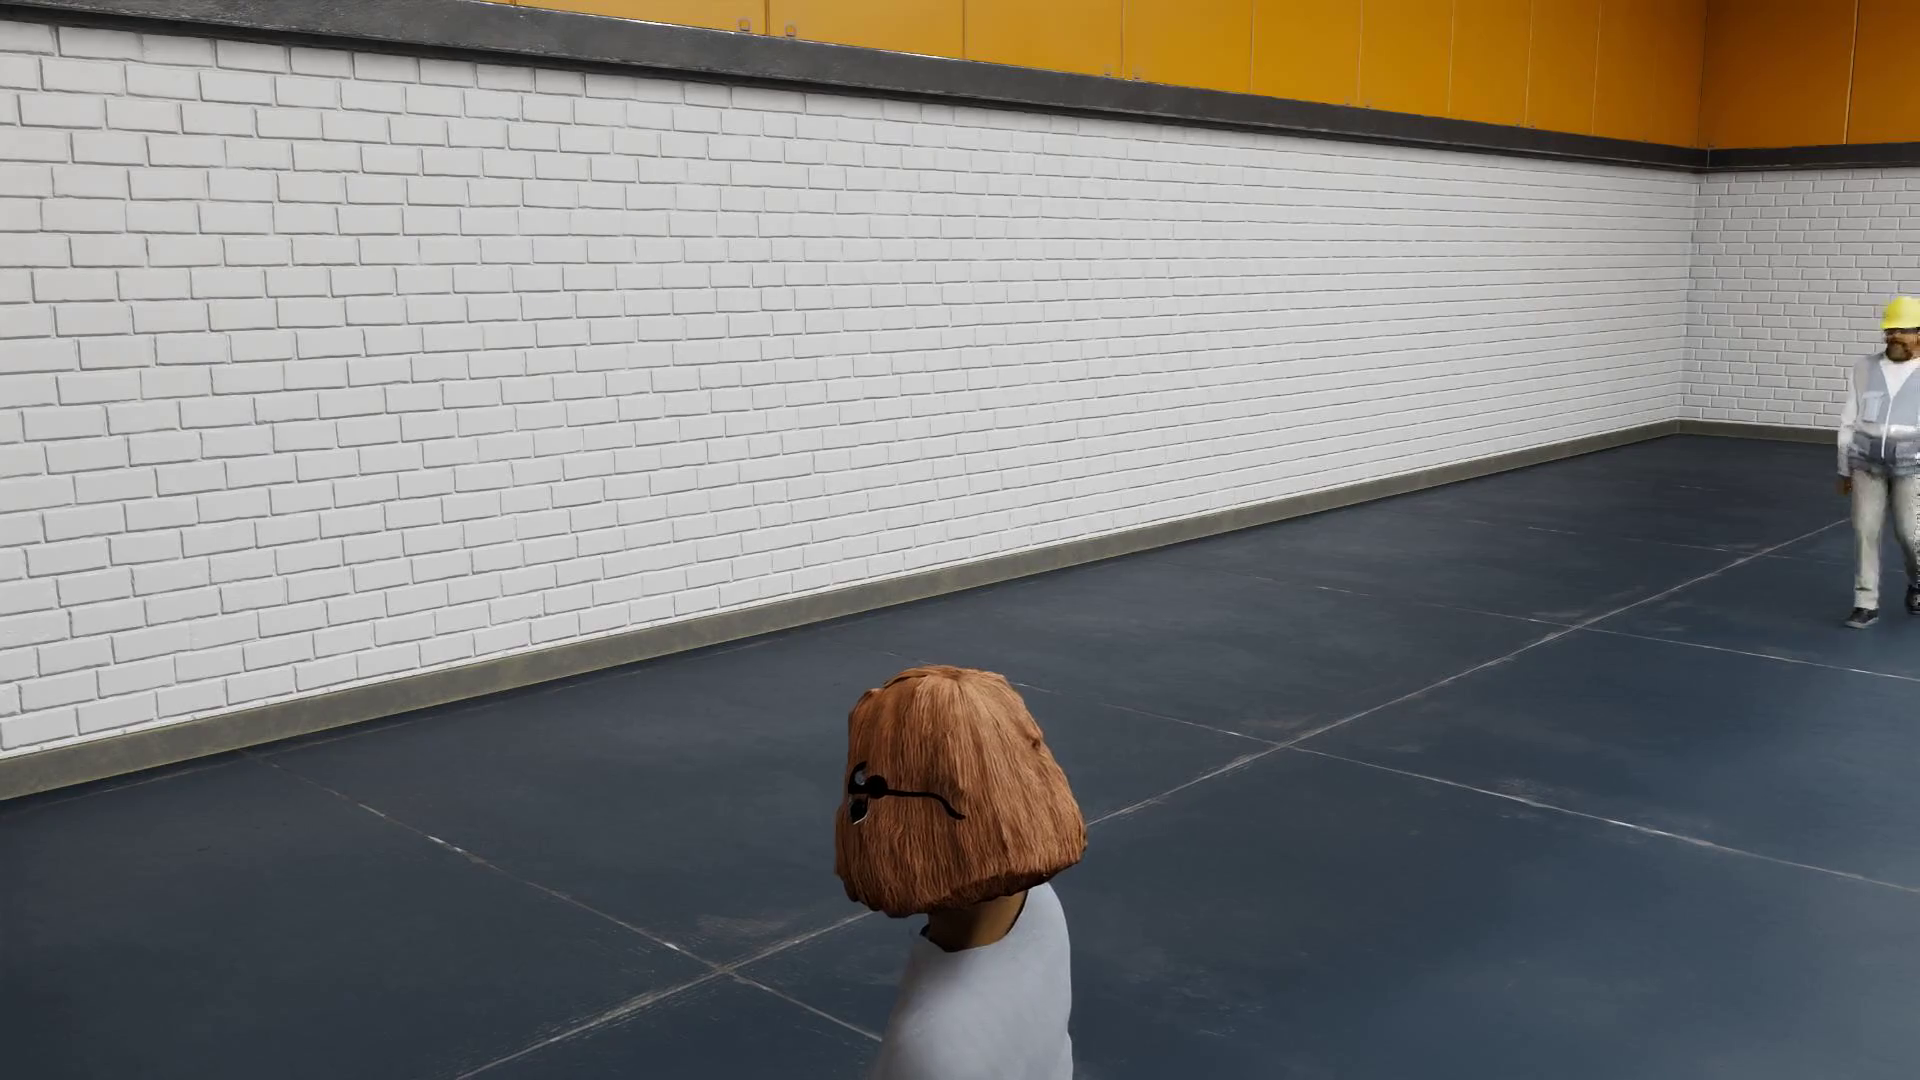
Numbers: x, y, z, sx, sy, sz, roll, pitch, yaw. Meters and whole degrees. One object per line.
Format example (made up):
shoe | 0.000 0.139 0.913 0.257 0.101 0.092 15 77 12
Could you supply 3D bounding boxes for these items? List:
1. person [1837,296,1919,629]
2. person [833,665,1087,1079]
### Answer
person | 5.127 -0.418 9.103 0.533 1.814 0.616 -9 14 -43
person | 0.009 0.941 1.879 0.266 1.631 0.507 2 10 11
